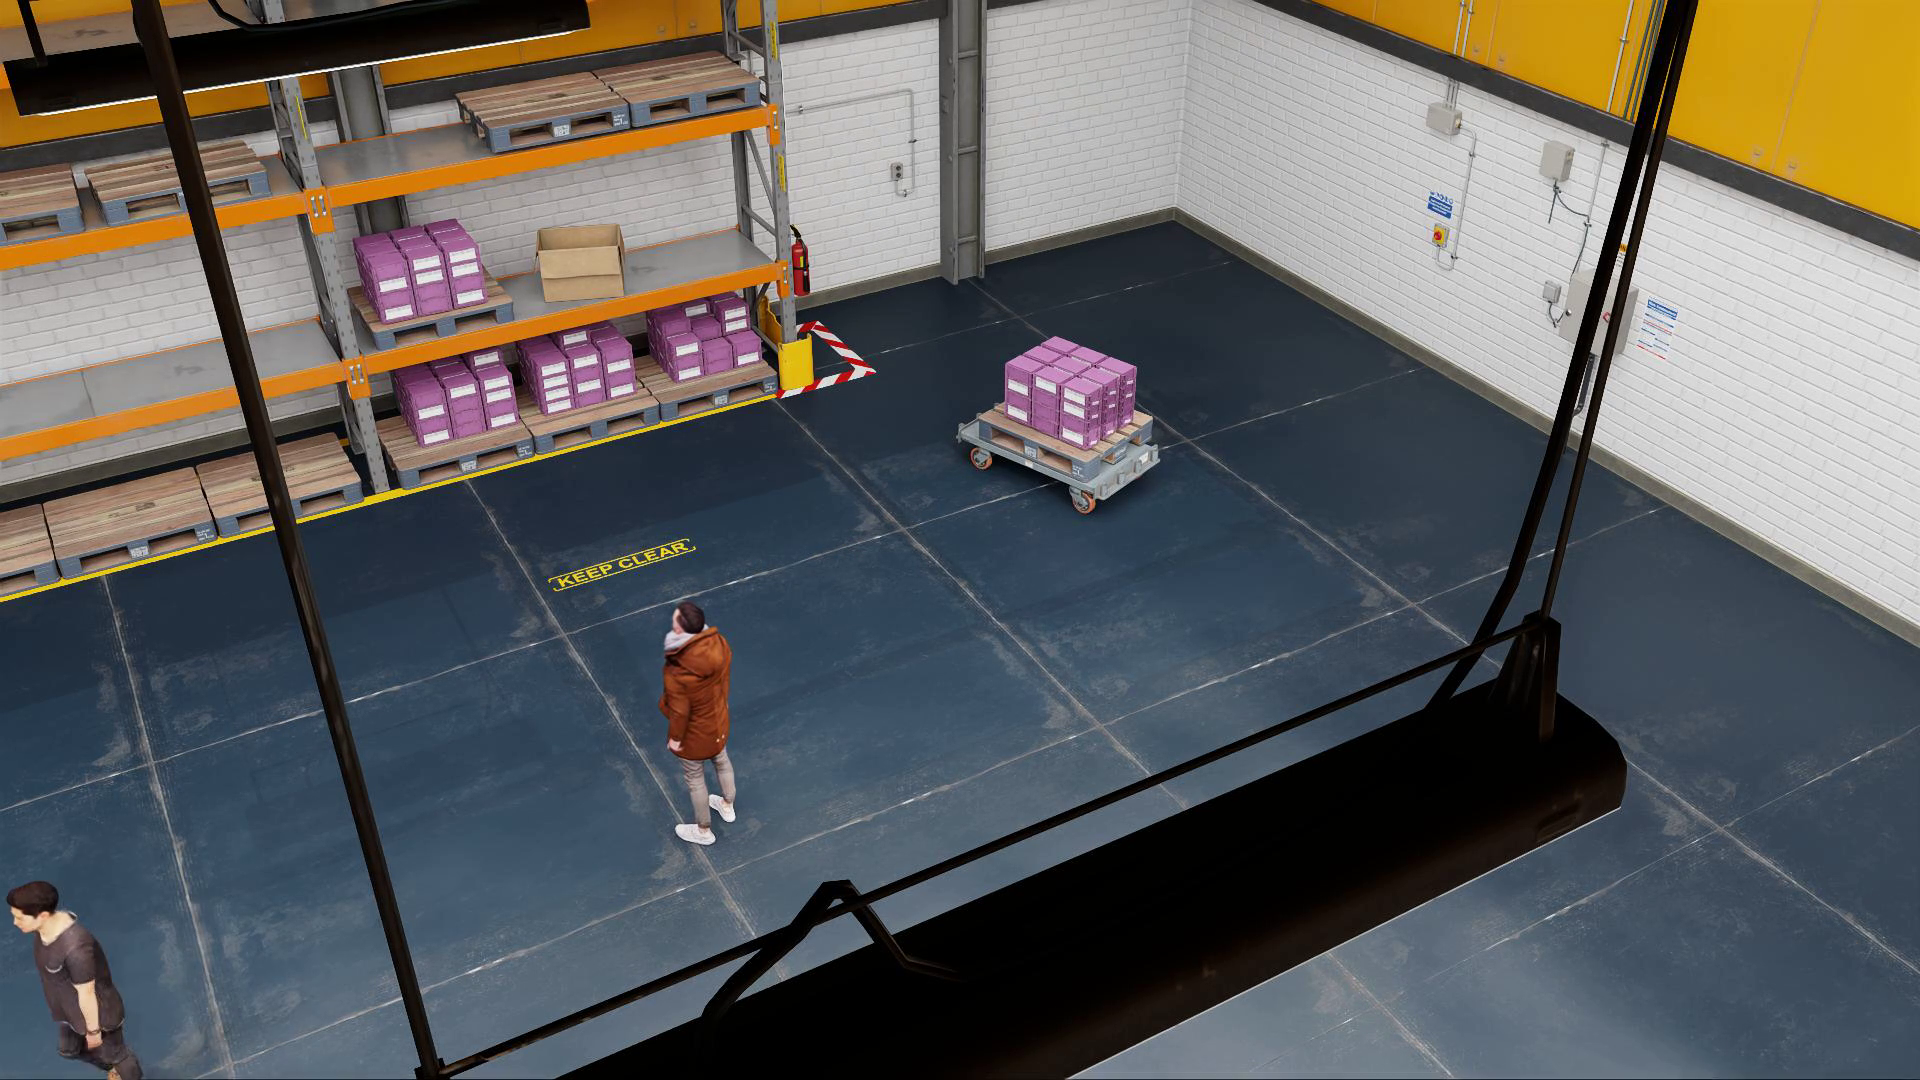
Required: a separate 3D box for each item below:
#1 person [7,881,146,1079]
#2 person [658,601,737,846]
[{"bbox_3d":[-4.590,2.413,8.868,0.699,1.703,0.693,23,40,30],"label":"person"},{"bbox_3d":[-1.657,1.158,10.633,0.898,1.839,0.808,19,38,26],"label":"person"}]
